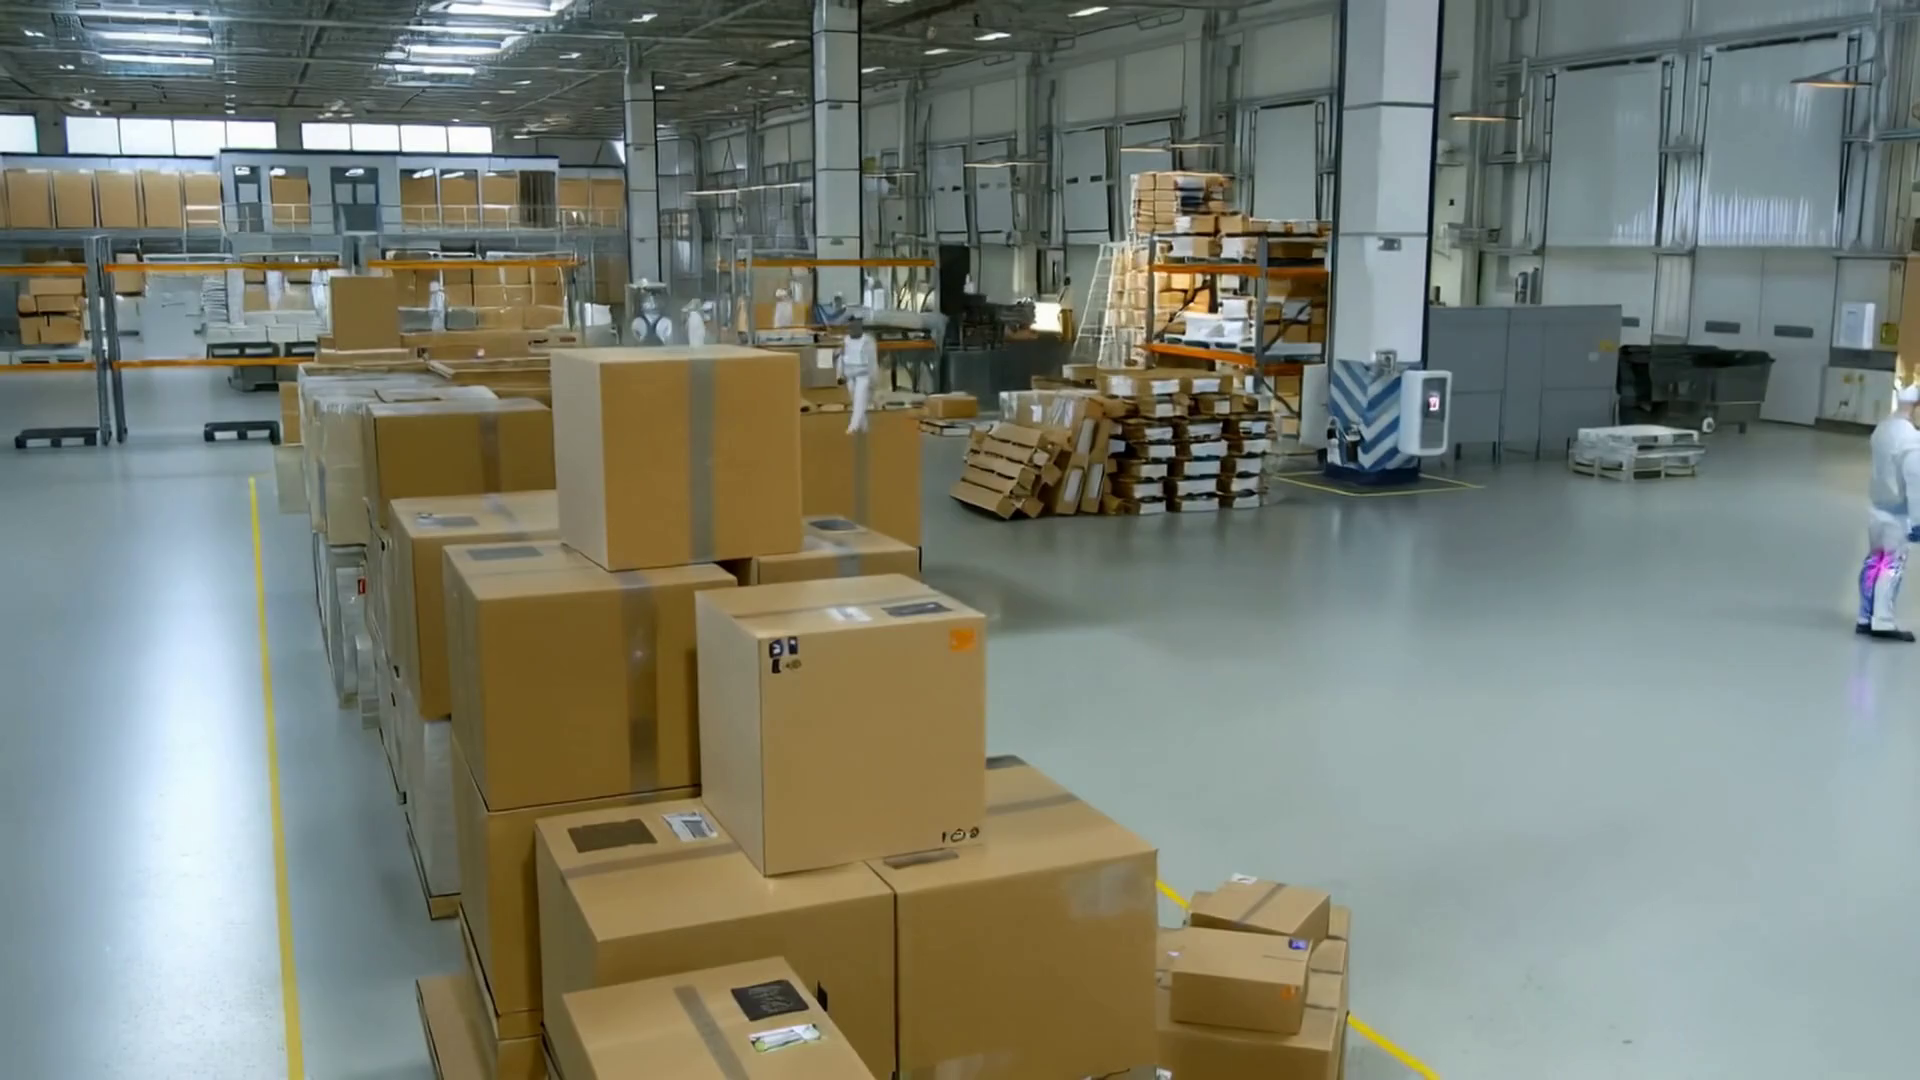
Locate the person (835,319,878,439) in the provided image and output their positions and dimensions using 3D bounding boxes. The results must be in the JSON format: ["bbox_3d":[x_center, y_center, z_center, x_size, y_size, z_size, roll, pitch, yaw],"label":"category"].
[{"bbox_3d":[-1.562,-2.463,25.283,0.633,1.799,0.979,5,11,26],"label":"person"}]

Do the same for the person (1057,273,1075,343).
[{"bbox_3d":[3.074,-6.694,48.020,0.378,1.995,0.609,-6,12,-29],"label":"person"}]

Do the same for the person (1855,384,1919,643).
[{"bbox_3d":[6.965,-0.192,12.384,0.384,1.930,0.634,0,10,0],"label":"person"}]

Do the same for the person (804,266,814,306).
[{"bbox_3d":[-6.329,-10.673,70.425,0.630,1.842,0.435,9,13,40],"label":"person"}]

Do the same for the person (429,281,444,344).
[{"bbox_3d":[-14.038,-6.011,44.602,0.350,1.878,0.567,-8,13,-38],"label":"person"}]

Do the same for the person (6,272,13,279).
[{"bbox_3d":[-32.651,-8.330,57.247,0.597,1.916,0.372,-4,11,-21],"label":"person"}]

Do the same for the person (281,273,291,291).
[{"bbox_3d":[-22.694,-8.128,56.388,0.731,1.821,0.547,-3,11,-14],"label":"person"}]

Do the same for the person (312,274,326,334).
[{"bbox_3d":[-19.461,-7.131,50.612,0.542,1.928,0.375,9,14,40],"label":"person"}]

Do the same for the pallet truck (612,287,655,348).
[{"bbox_3d":[-6.464,-4.406,35.401,0.823,1.965,1.885,6,12,32],"label":"pallet truck"}]

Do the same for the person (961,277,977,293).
[{"bbox_3d":[0.295,-7.138,50.978,0.517,1.821,0.997,1,10,4],"label":"person"}]

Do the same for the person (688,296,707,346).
[{"bbox_3d":[-4.888,-3.600,31.153,0.424,1.923,0.640,-2,11,-12],"label":"person"}]

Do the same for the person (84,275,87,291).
[{"bbox_3d":[-29.279,-8.118,56.261,0.818,1.861,0.585,-7,13,-35],"label":"person"}]

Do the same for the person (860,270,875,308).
[{"bbox_3d":[-3.323,-8.498,58.231,0.657,1.893,0.994,-1,10,-4],"label":"person"}]

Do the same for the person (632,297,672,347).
[{"bbox_3d":[-5.332,-3.243,28.873,0.693,2.000,1.006,-2,10,-8],"label":"person"}]

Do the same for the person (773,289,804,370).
[{"bbox_3d":[-3.885,-4.687,37.279,0.964,1.887,0.585,5,12,27],"label":"person"}]
